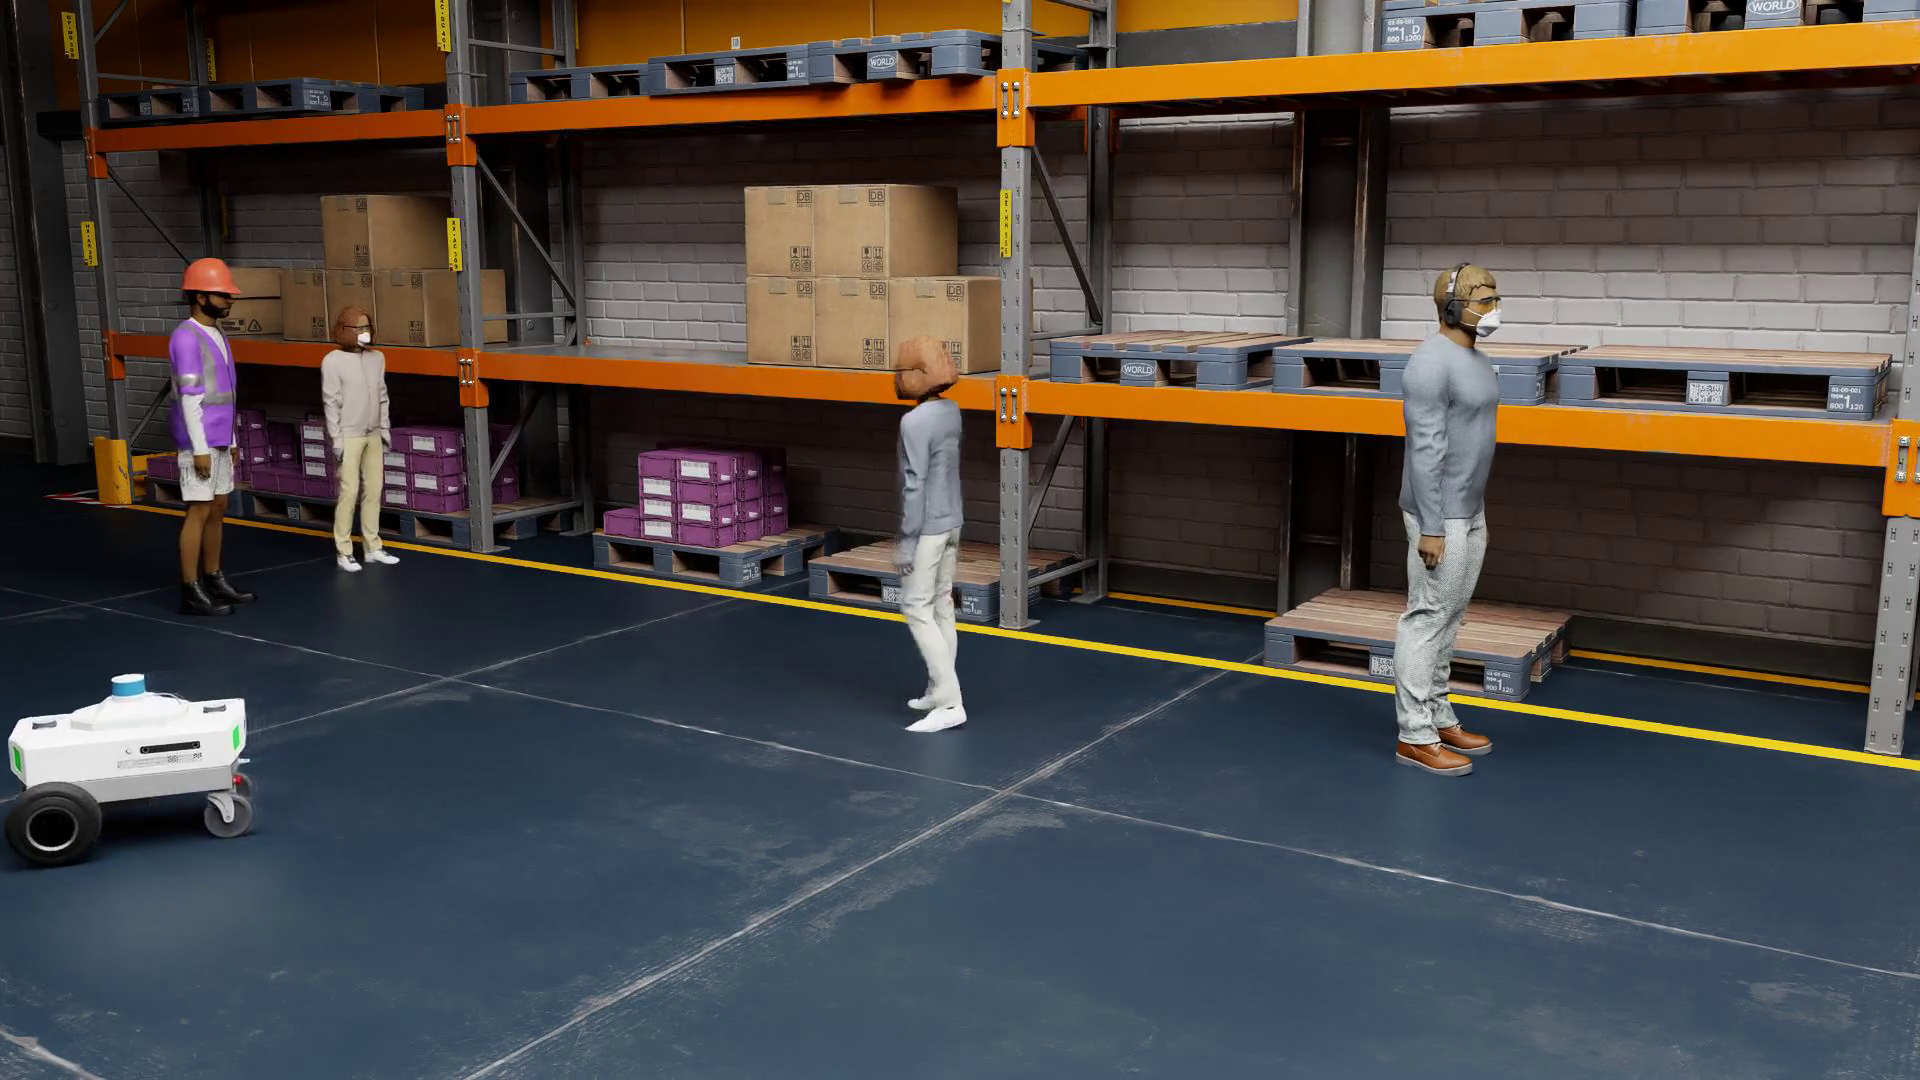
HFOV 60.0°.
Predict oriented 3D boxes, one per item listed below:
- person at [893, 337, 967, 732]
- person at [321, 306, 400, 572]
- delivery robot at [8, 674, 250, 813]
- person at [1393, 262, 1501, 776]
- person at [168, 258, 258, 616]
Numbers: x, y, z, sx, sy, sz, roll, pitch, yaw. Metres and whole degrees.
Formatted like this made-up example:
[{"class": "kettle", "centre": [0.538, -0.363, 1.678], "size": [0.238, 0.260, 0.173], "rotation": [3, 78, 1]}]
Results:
[{"class": "person", "centre": [-0.104, -0.025, 6.932], "size": [0.405, 1.631, 0.567], "rotation": [4, 11, 23]}, {"class": "person", "centre": [-3.705, -0.625, 10.257], "size": [0.288, 1.623, 0.499], "rotation": [5, 11, 24]}, {"class": "delivery robot", "centre": [-2.792, 0.697, 5.624], "size": [0.707, 0.478, 0.477], "rotation": [-4, 11, -22]}, {"class": "person", "centre": [1.885, -0.086, 6.392], "size": [0.372, 1.940, 0.632], "rotation": [6, 12, 32]}, {"class": "person", "centre": [-4.049, -0.556, 9.038], "size": [0.411, 1.926, 0.548], "rotation": [0, 10, -2]}]
